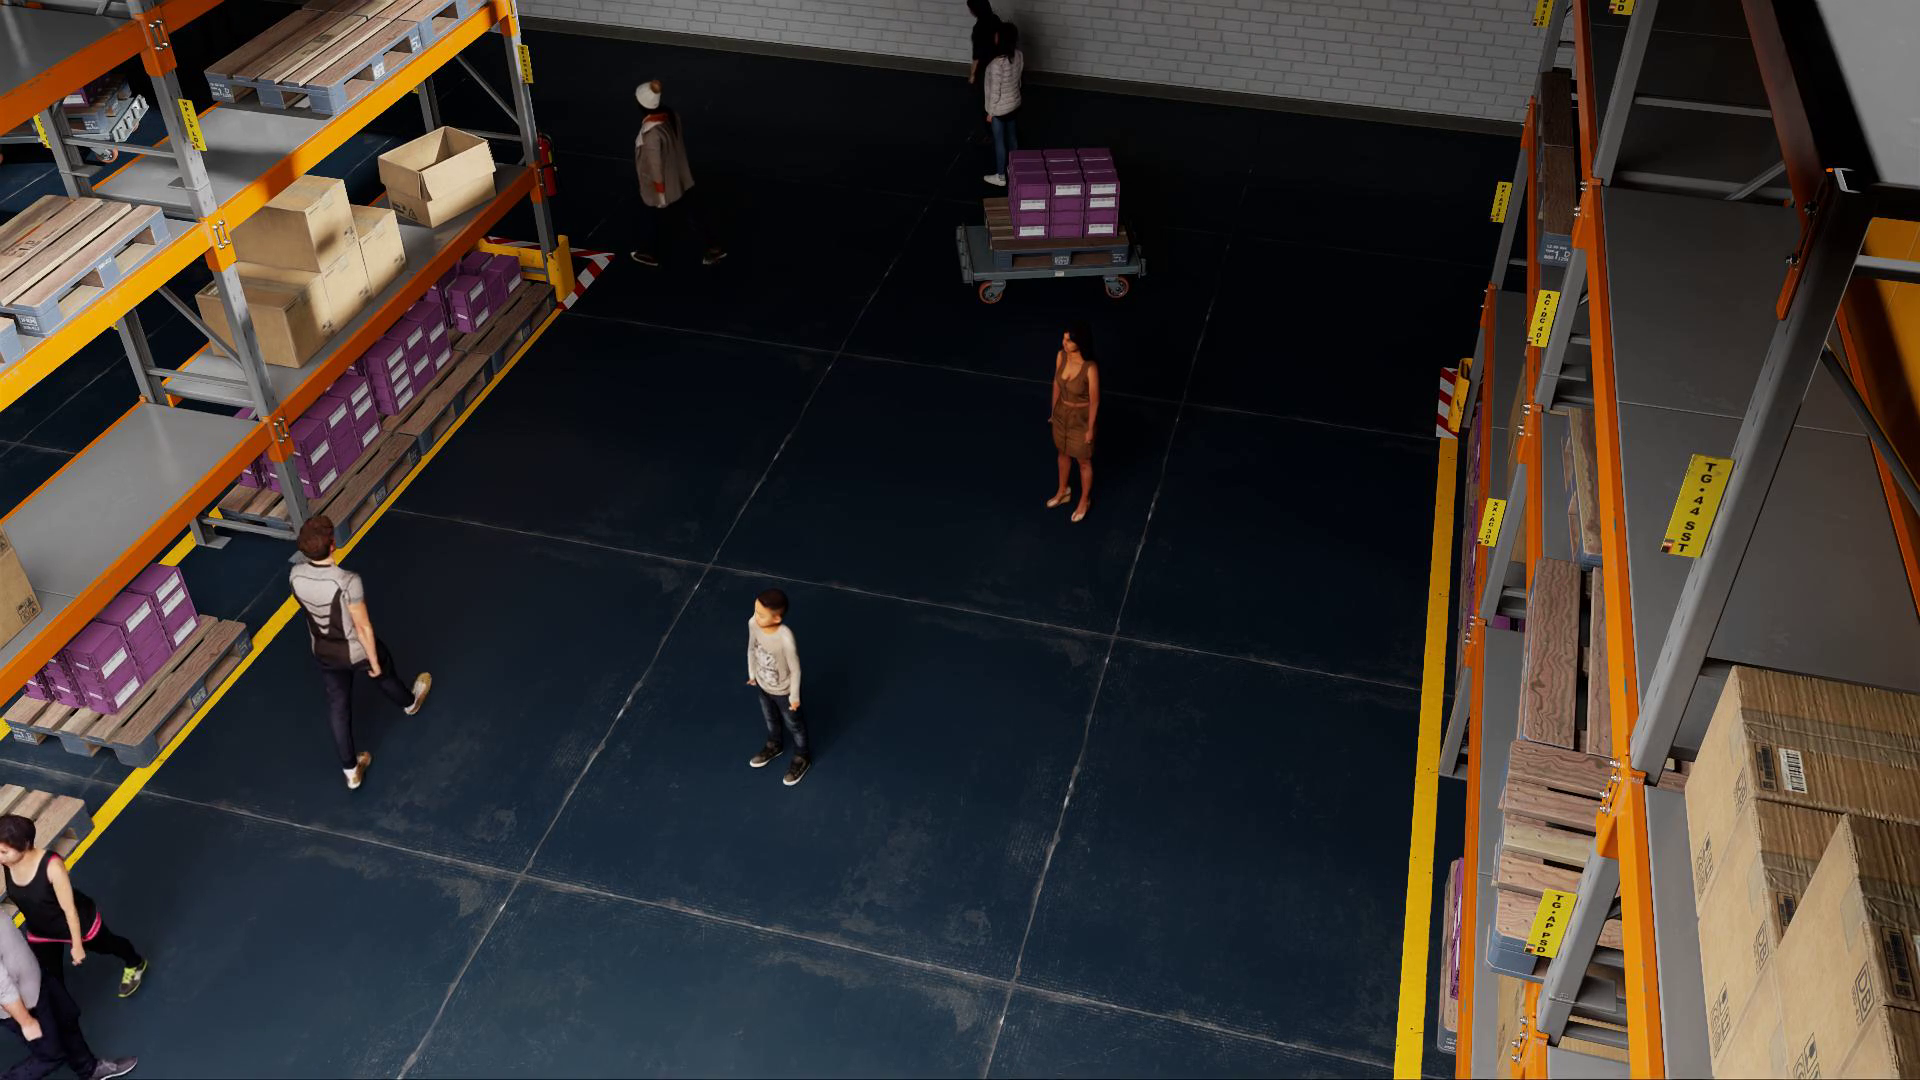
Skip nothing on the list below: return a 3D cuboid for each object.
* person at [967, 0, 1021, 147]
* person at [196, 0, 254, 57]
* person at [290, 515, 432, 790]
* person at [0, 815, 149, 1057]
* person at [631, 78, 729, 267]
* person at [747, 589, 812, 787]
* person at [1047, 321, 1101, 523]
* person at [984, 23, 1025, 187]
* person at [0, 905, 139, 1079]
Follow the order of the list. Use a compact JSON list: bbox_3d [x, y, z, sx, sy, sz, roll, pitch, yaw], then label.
[{"bbox_3d":[0.370,-4.859,17.168,0.739,1.609,0.898,-23,44,-26],"label":"person"},{"bbox_3d":[-8.682,-6.521,19.079,1.008,1.821,0.730,17,42,20],"label":"person"},{"bbox_3d":[-3.735,0.721,9.989,0.736,1.848,1.171,5,39,6],"label":"person"},{"bbox_3d":[-4.653,1.943,8.727,0.583,1.515,1.001,8,39,10],"label":"person"},{"bbox_3d":[-2.564,-3.261,14.971,0.843,1.854,1.137,14,41,17],"label":"person"},{"bbox_3d":[-1.100,0.862,10.122,0.619,1.463,0.614,25,45,28],"label":"person"},{"bbox_3d":[0.843,-0.871,12.113,0.666,1.686,0.643,-31,48,-32],"label":"person"},{"bbox_3d":[0.438,-4.323,16.474,0.759,1.637,0.623,27,46,29],"label":"person"},{"bbox_3d":[-4.676,2.235,8.112,1.085,1.825,1.049,-17,42,-20],"label":"person"}]
